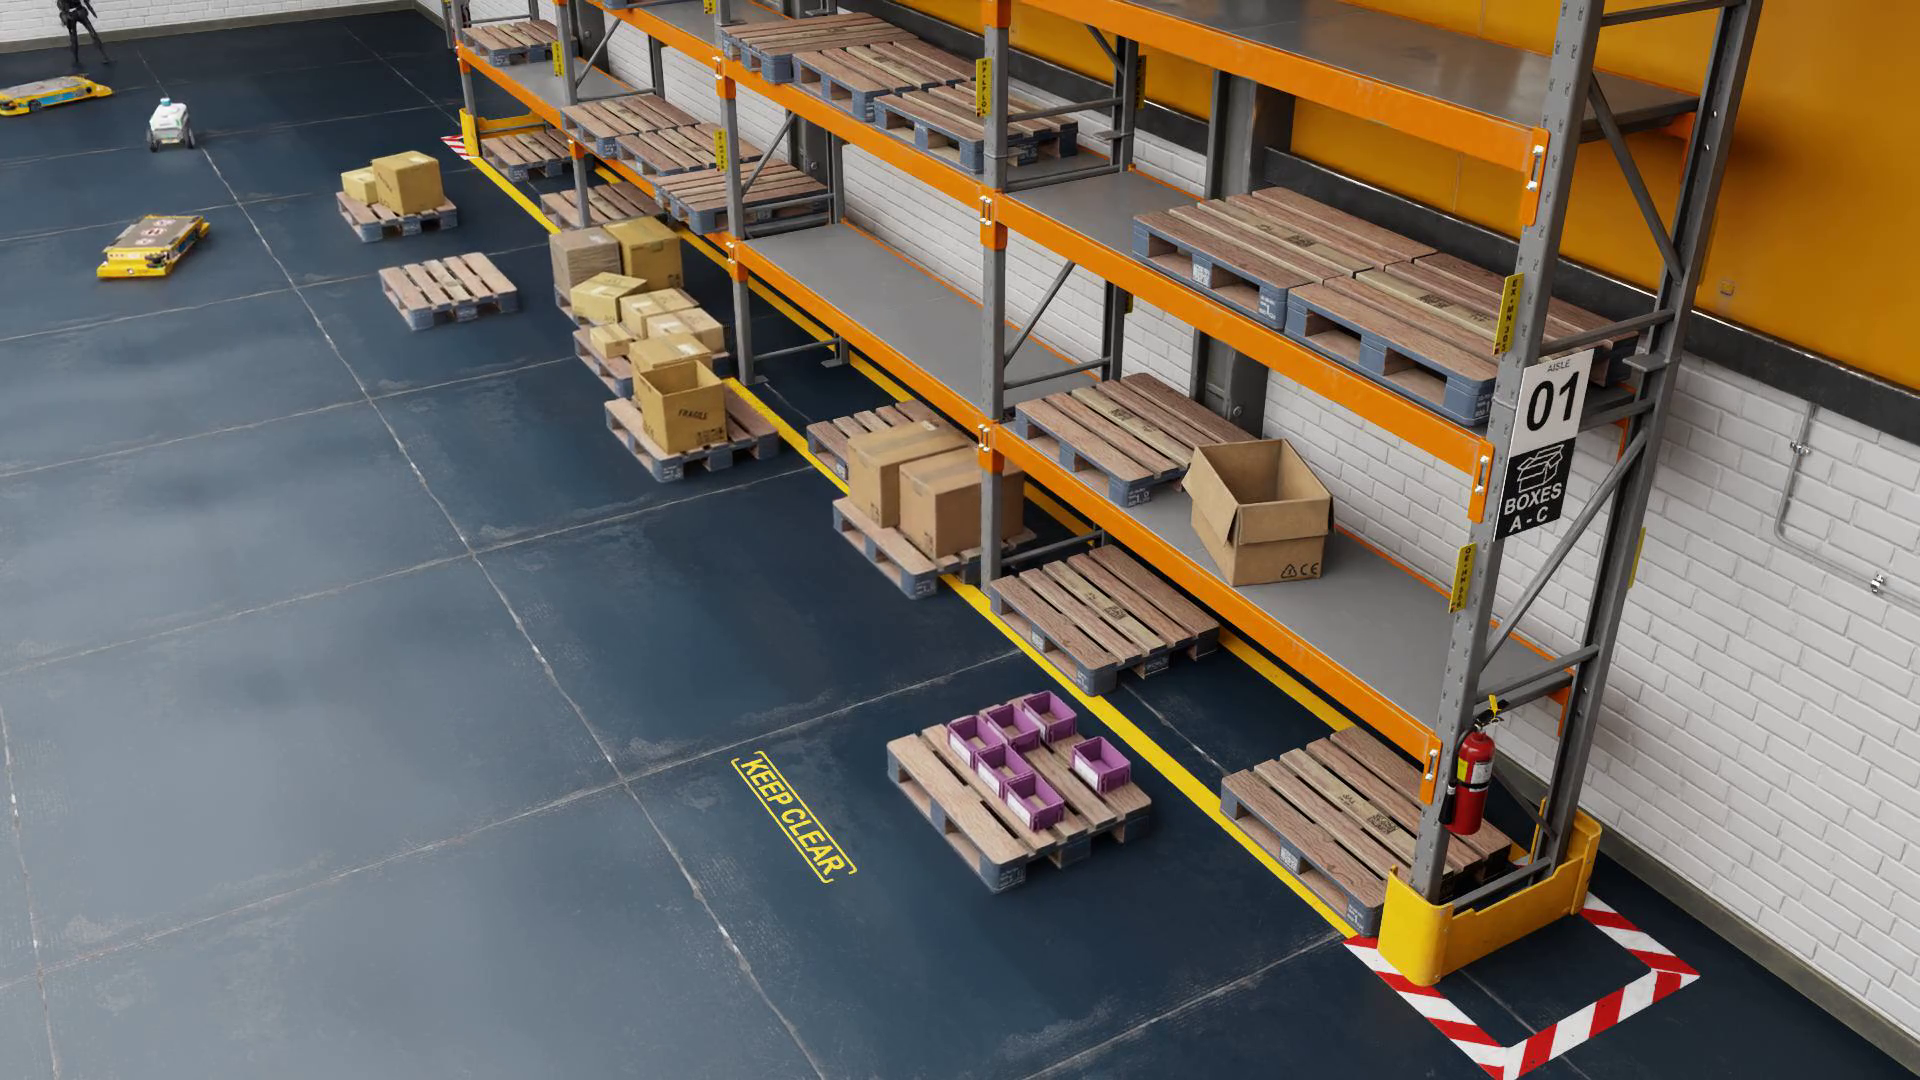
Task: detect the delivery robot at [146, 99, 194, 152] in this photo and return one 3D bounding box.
[{"bbox_3d":[-9.641,-5.087,20.307,0.499,0.580,0.757,-8,30,-13],"label":"delivery robot"}]

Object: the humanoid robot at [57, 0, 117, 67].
[{"bbox_3d":[-12.461,-7.506,23.474,0.651,1.632,0.593,8,30,14],"label":"humanoid robot"}]

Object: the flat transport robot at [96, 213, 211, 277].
[{"bbox_3d":[-8.206,-3.012,16.949,0.659,0.231,1.431,-2,30,-4],"label":"flat transport robot"}]

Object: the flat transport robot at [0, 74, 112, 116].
[{"bbox_3d":[-12.111,-5.898,22.045,0.659,0.231,1.431,20,35,32],"label":"flat transport robot"}]
